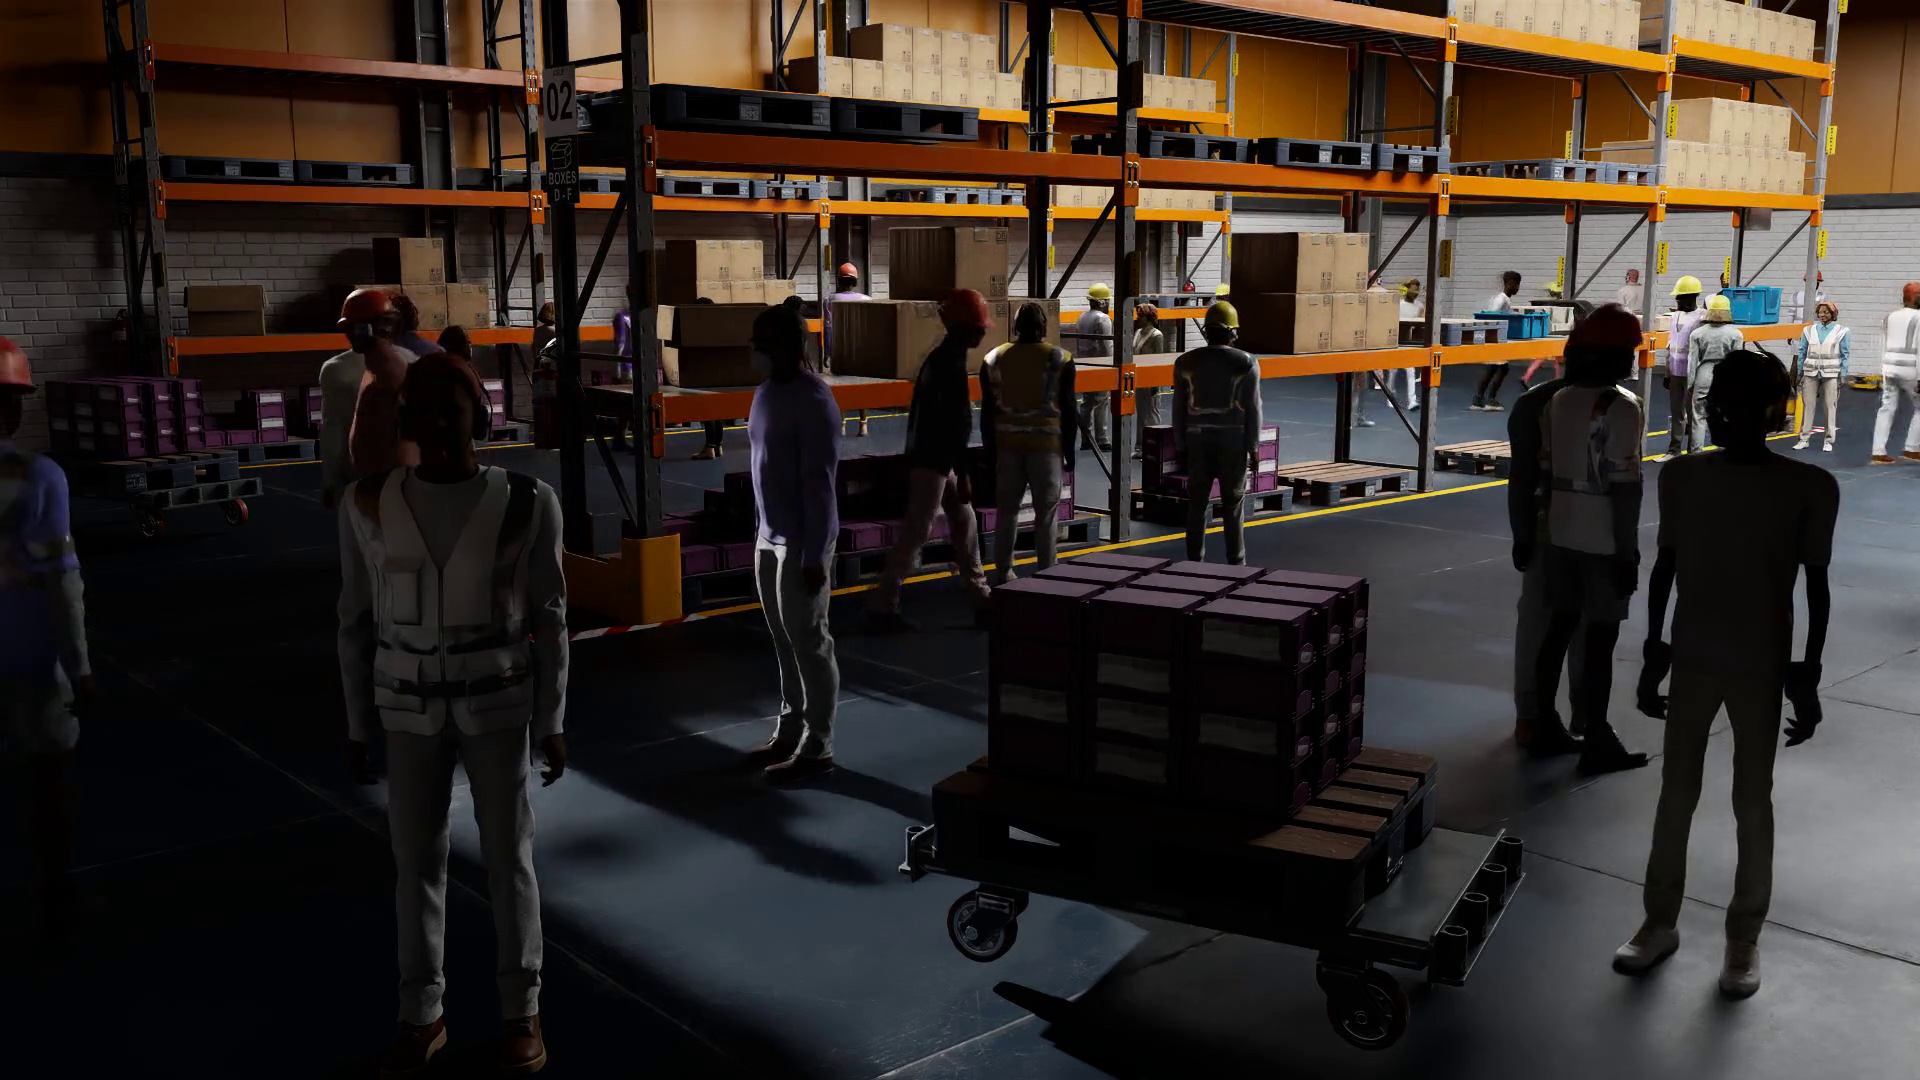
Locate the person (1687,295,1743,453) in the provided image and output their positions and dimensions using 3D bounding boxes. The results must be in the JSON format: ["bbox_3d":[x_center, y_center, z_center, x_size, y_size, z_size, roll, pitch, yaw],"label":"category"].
[{"bbox_3d":[7.439,-1.538,16.417,0.492,1.740,0.325,5,11,26],"label":"person"}]

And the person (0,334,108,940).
[{"bbox_3d":[-2.928,0.340,4.947,0.581,1.909,0.703,1,10,8],"label":"person"}]

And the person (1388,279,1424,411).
[{"bbox_3d":[6.169,-2.700,23.046,0.526,1.805,1.032,0,10,-2],"label":"person"}]

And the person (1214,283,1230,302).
[{"bbox_3d":[3.718,-2.709,23.250,0.590,1.749,0.529,-8,13,-40],"label":"person"}]

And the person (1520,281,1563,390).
[{"bbox_3d":[9.231,-3.189,26.092,0.816,1.734,0.529,-2,10,-13],"label":"person"}]

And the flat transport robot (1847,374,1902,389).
[{"bbox_3d":[14.987,-2.521,26.473,1.431,0.197,0.652,3,10,18],"label":"flat transport robot"}]

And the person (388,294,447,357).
[{"bbox_3d":[-3.470,-0.582,10.377,0.667,1.889,0.420,-2,10,-14],"label":"person"}]

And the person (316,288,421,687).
[{"bbox_3d":[-2.976,-0.265,8.324,0.704,1.954,0.663,-4,10,-20],"label":"person"}]

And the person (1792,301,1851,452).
[{"bbox_3d":[9.408,-1.784,18.160,0.522,1.640,0.306,9,13,43],"label":"person"}]

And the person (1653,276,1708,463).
[{"bbox_3d":[7.350,-1.705,16.860,0.375,1.922,0.594,-3,10,-16],"label":"person"}]

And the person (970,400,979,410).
[{"bbox_3d":[0.320,-2.302,20.356,0.646,1.926,0.642,0,10,0],"label":"person"}]

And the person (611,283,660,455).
[{"bbox_3d":[-3.538,-1.838,17.775,0.709,1.899,0.562,5,11,26],"label":"person"}]

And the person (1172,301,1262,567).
[{"bbox_3d":[1.688,-0.646,10.927,0.591,1.833,0.404,4,10,22],"label":"person"}]

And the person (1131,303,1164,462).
[{"bbox_3d":[1.932,-1.630,17.249,0.311,1.642,0.513,-4,11,-23],"label":"person"}]

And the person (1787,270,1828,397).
[{"bbox_3d":[12.783,-3.115,25.090,0.552,1.930,0.371,9,13,43],"label":"person"}]

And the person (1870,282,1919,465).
[{"bbox_3d":[9.644,-1.680,16.896,0.708,1.858,0.602,-3,10,-17],"label":"person"}]

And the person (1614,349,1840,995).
[{"bbox_3d":[2.232,0.381,4.827,0.514,1.866,0.332,8,12,38],"label":"person"}]

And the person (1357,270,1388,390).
[{"bbox_3d":[6.571,-3.334,26.455,0.652,1.906,0.403,7,12,35],"label":"person"}]

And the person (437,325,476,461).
[{"bbox_3d":[-3.597,-0.721,11.950,0.272,1.631,0.509,-7,12,-34],"label":"person"}]

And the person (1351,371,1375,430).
[{"bbox_3d":[4.842,-2.141,20.362,0.558,1.600,0.408,-4,11,-24],"label":"person"}]

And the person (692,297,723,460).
[{"bbox_3d":[-2.655,-1.690,17.441,0.316,1.696,0.540,2,10,13],"label":"person"}]

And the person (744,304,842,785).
[{"bbox_3d":[-0.683,0.016,6.762,0.373,1.935,0.628,-5,11,-27],"label":"person"}]

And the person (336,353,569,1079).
[{"bbox_3d":[-1.300,0.462,4.293,0.576,1.884,0.354,-1,10,-6],"label":"person"}]

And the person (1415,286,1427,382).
[{"bbox_3d":[7.838,-3.441,27.861,0.308,1.641,0.511,-1,10,-8],"label":"person"}]

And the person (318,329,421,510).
[{"bbox_3d":[-3.162,-0.358,9.004,0.426,1.926,0.628,7,12,35],"label":"person"}]

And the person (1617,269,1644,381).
[{"bbox_3d":[11.386,-3.651,28.314,0.654,1.904,0.406,-3,10,-19],"label":"person"}]

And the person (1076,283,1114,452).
[{"bbox_3d":[1.505,-1.870,18.095,0.404,1.833,0.593,-6,11,-30],"label":"person"}]

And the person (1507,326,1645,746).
[{"bbox_3d":[2.681,-0.015,7.223,0.624,1.840,0.429,-2,10,-10],"label":"person"}]

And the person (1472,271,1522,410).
[{"bbox_3d":[7.377,-2.735,22.880,0.595,1.920,0.622,4,10,21],"label":"person"}]

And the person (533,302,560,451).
[{"bbox_3d":[-4.483,-1.785,18.211,0.493,1.627,0.284,8,13,39],"label":"person"}]

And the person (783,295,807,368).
[{"bbox_3d":[-1.888,-1.890,18.650,0.322,1.689,0.537,-9,13,-42],"label":"person"}]

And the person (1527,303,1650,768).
[{"bbox_3d":[2.642,-0.004,6.930,0.493,1.934,0.557,-3,10,-17],"label":"person"}]

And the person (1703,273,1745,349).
[{"bbox_3d":[10.455,-2.714,22.788,0.588,1.920,0.392,5,11,26],"label":"person"}]

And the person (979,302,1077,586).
[{"bbox_3d":[0.441,-0.586,10.593,0.632,1.838,0.429,4,10,20],"label":"person"}]

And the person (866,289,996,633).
[{"bbox_3d":[-0.076,-0.429,9.332,1.002,1.931,0.646,0,10,-1],"label":"person"}]

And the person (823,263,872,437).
[{"bbox_3d":[-1.318,-2.227,19.572,0.614,2.041,0.393,-2,10,-14],"label":"person"}]
